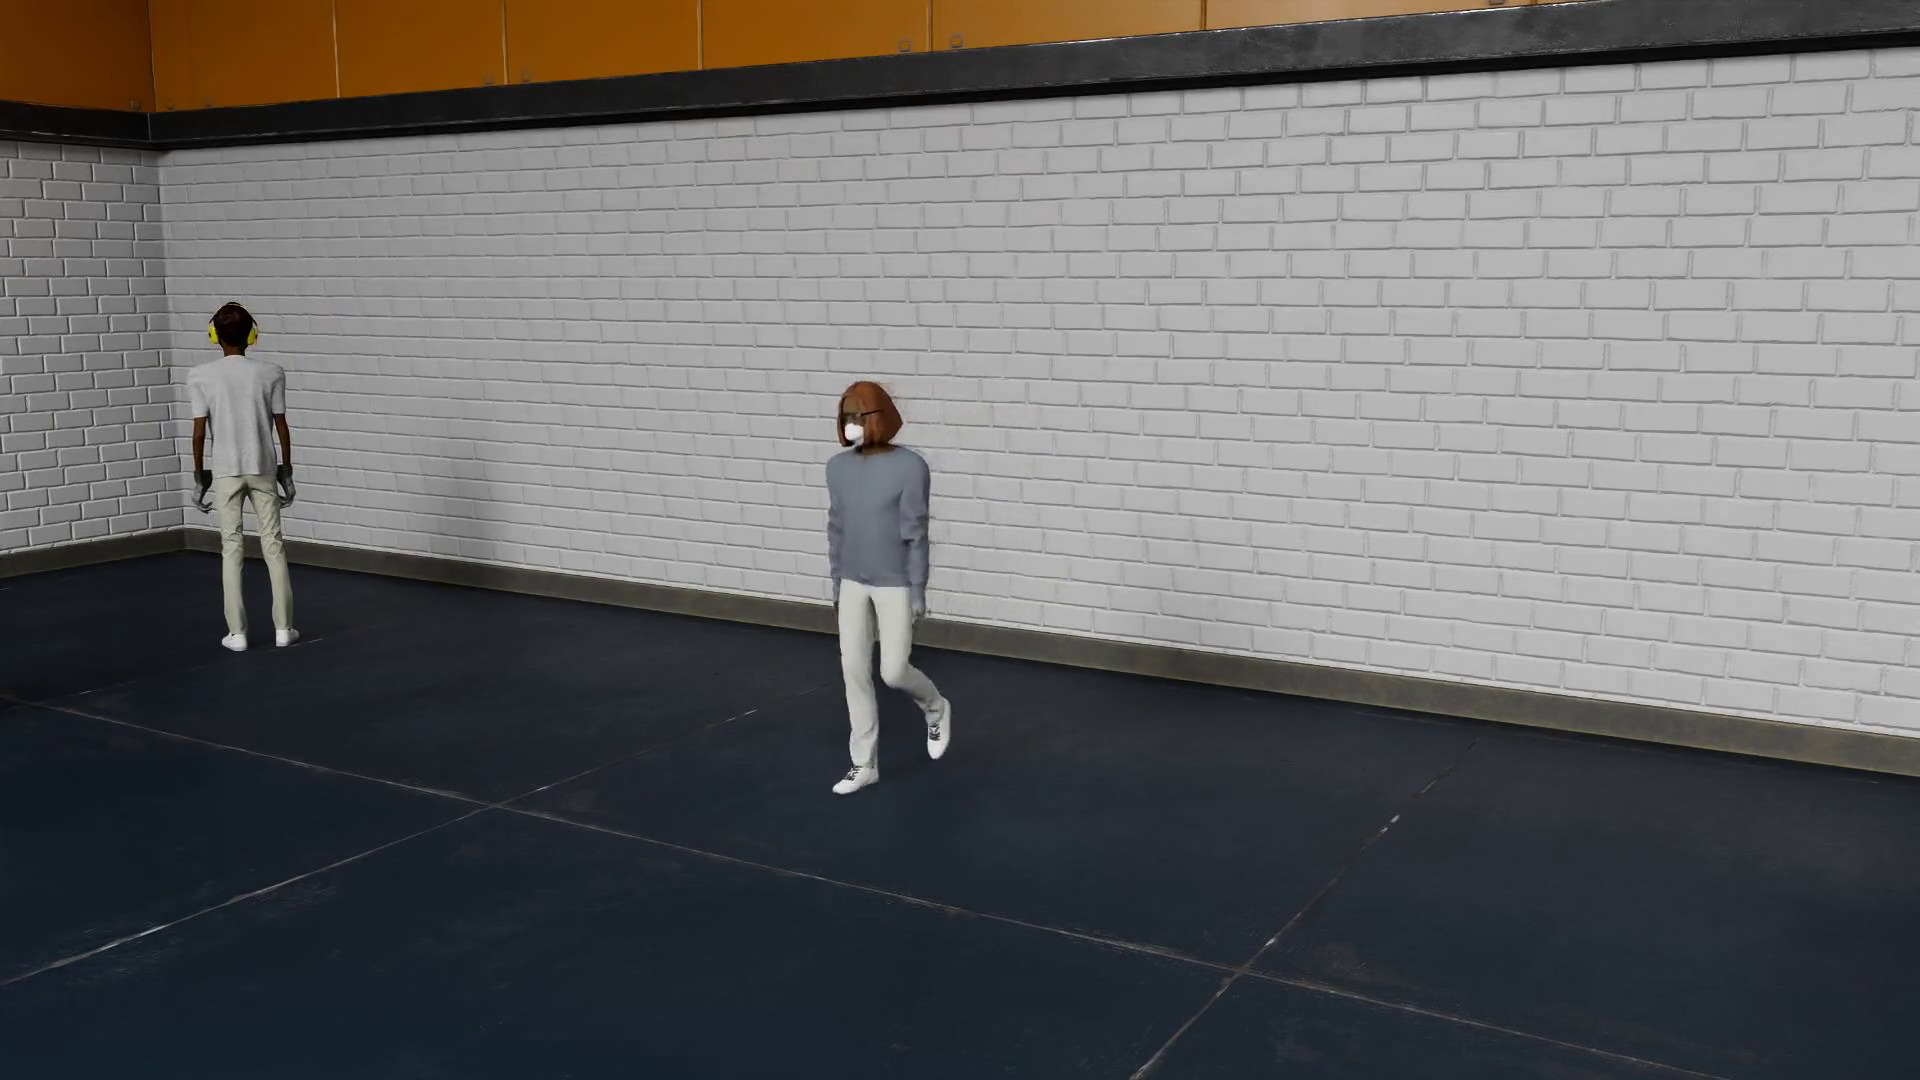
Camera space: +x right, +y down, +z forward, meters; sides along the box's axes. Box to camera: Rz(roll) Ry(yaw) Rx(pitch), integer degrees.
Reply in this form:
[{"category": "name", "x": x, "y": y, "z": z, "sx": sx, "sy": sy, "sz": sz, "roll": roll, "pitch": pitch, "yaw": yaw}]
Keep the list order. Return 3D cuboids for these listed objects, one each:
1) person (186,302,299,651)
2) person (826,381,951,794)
[{"category": "person", "x": -3.856, "y": -0.337, "z": 8.954, "sx": 0.520, "sy": 1.874, "sz": 0.332, "roll": -4, "pitch": 10, "yaw": -25}, {"category": "person", "x": -0.285, "y": 0.173, "z": 6.552, "sx": 0.510, "sy": 1.615, "sz": 0.511, "roll": 6, "pitch": 11, "yaw": 33}]
